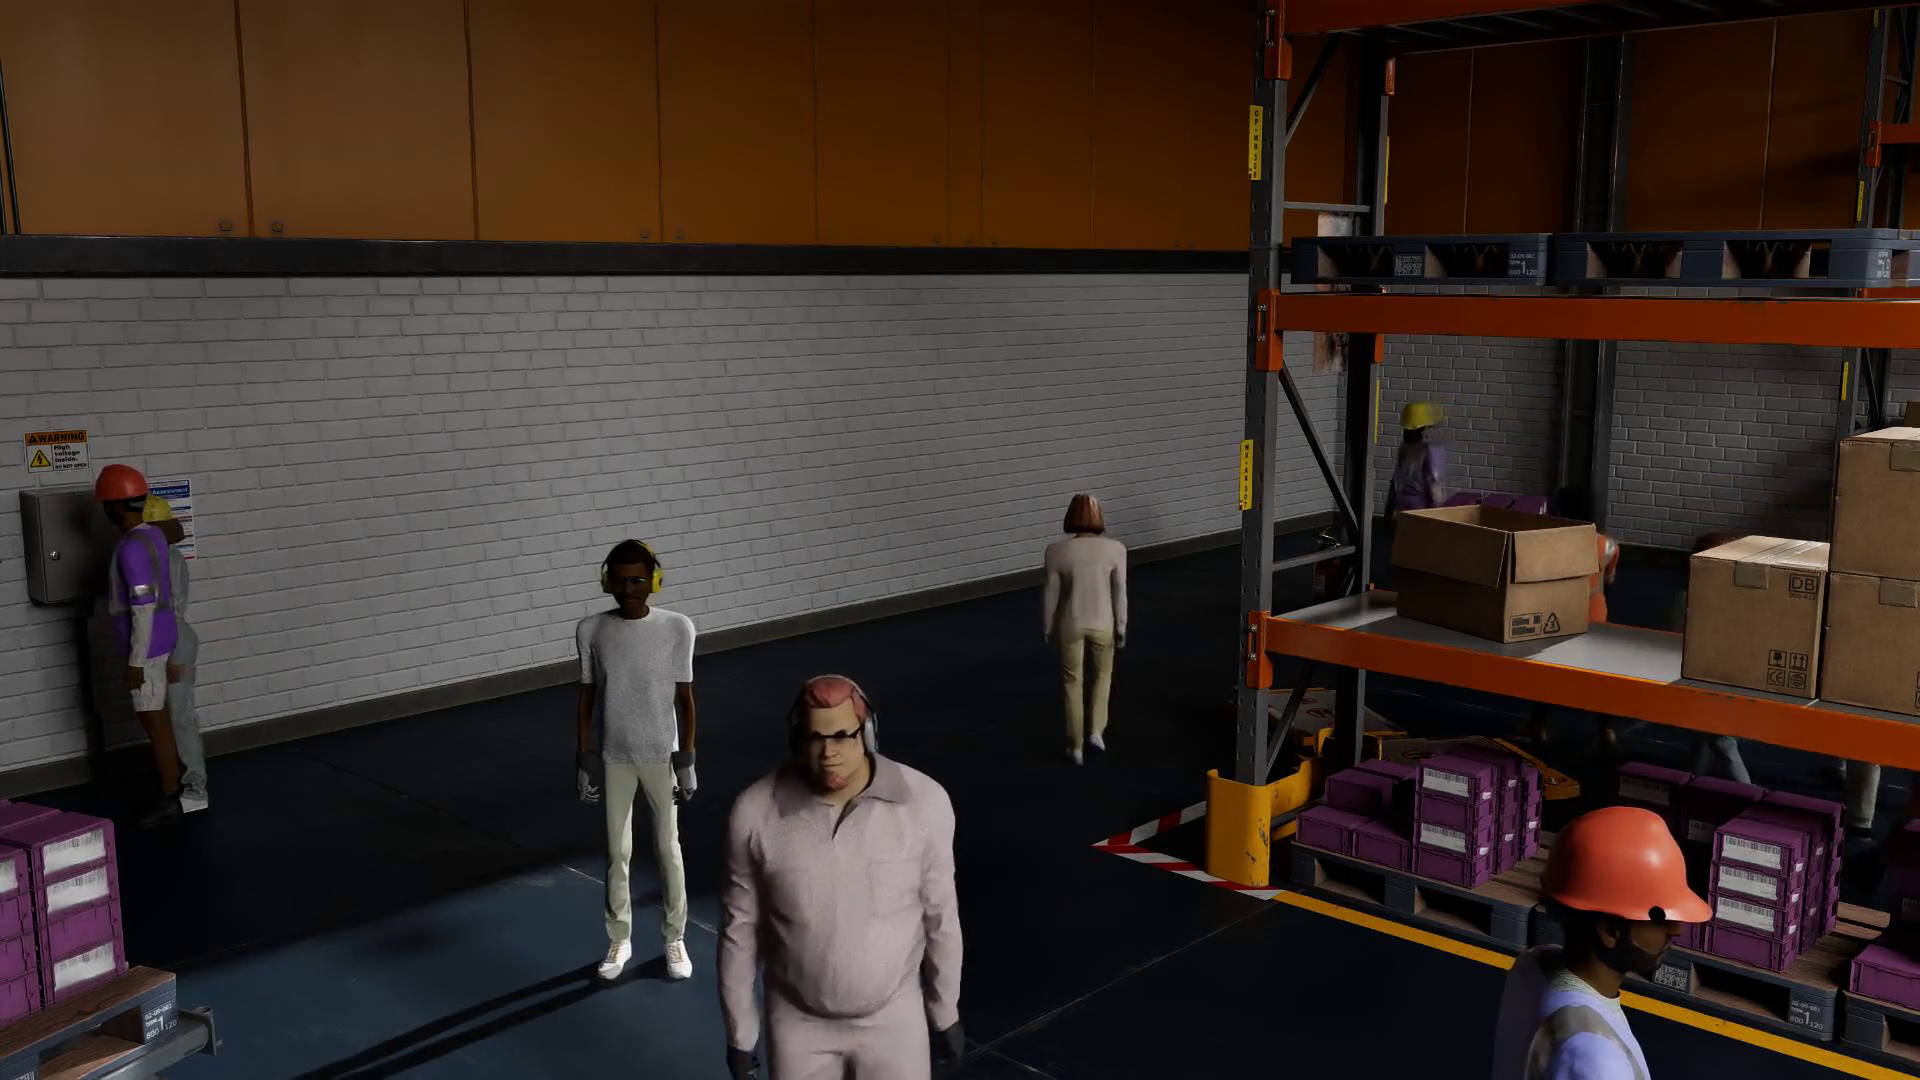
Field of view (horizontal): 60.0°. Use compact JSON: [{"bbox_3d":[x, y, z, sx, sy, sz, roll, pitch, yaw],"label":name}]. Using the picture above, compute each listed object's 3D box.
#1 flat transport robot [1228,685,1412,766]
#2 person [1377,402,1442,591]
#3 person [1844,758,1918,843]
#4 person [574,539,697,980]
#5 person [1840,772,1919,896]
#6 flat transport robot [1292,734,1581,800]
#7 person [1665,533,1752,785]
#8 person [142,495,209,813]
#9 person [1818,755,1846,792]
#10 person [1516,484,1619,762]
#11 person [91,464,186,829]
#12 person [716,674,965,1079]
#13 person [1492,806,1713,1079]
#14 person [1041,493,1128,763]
[{"bbox_3d":[2.213,1.143,10.315,0.652,0.197,1.431,-2,9,-10],"label":"flat transport robot"},{"bbox_3d":[3.824,-0.241,13.960,1.006,1.860,0.640,-1,9,-9],"label":"person"},{"bbox_3d":[4.797,0.681,8.436,0.666,1.812,0.609,7,12,38],"label":"person"},{"bbox_3d":[-1.343,0.909,6.889,0.509,1.864,0.331,0,9,-1],"label":"person"},{"bbox_3d":[4.521,0.774,7.636,0.953,1.892,0.551,8,12,41],"label":"person"},{"bbox_3d":[2.666,1.299,9.360,1.431,0.197,0.652,-2,9,-11],"label":"flat transport robot"},{"bbox_3d":[3.941,0.757,8.677,0.514,1.580,0.889,-3,10,-17],"label":"person"},{"bbox_3d":[-4.334,0.616,9.071,0.320,1.740,0.489,-7,11,-35],"label":"person"},{"bbox_3d":[5.161,0.634,9.041,0.537,1.710,0.894,-7,12,-37],"label":"person"},{"bbox_3d":[3.717,0.490,10.047,0.529,1.662,0.787,-1,9,-7],"label":"person"},{"bbox_3d":[-4.346,0.559,8.810,0.375,1.934,0.548,-3,10,-15],"label":"person"},{"bbox_3d":[-0.324,1.281,4.516,0.673,1.891,0.463,-1,9,-5],"label":"person"},{"bbox_3d":[1.228,1.458,3.292,0.374,1.935,0.552,1,9,7],"label":"person"},{"bbox_3d":[0.741,0.525,9.970,0.513,1.616,0.369,0,9,1],"label":"person"}]
